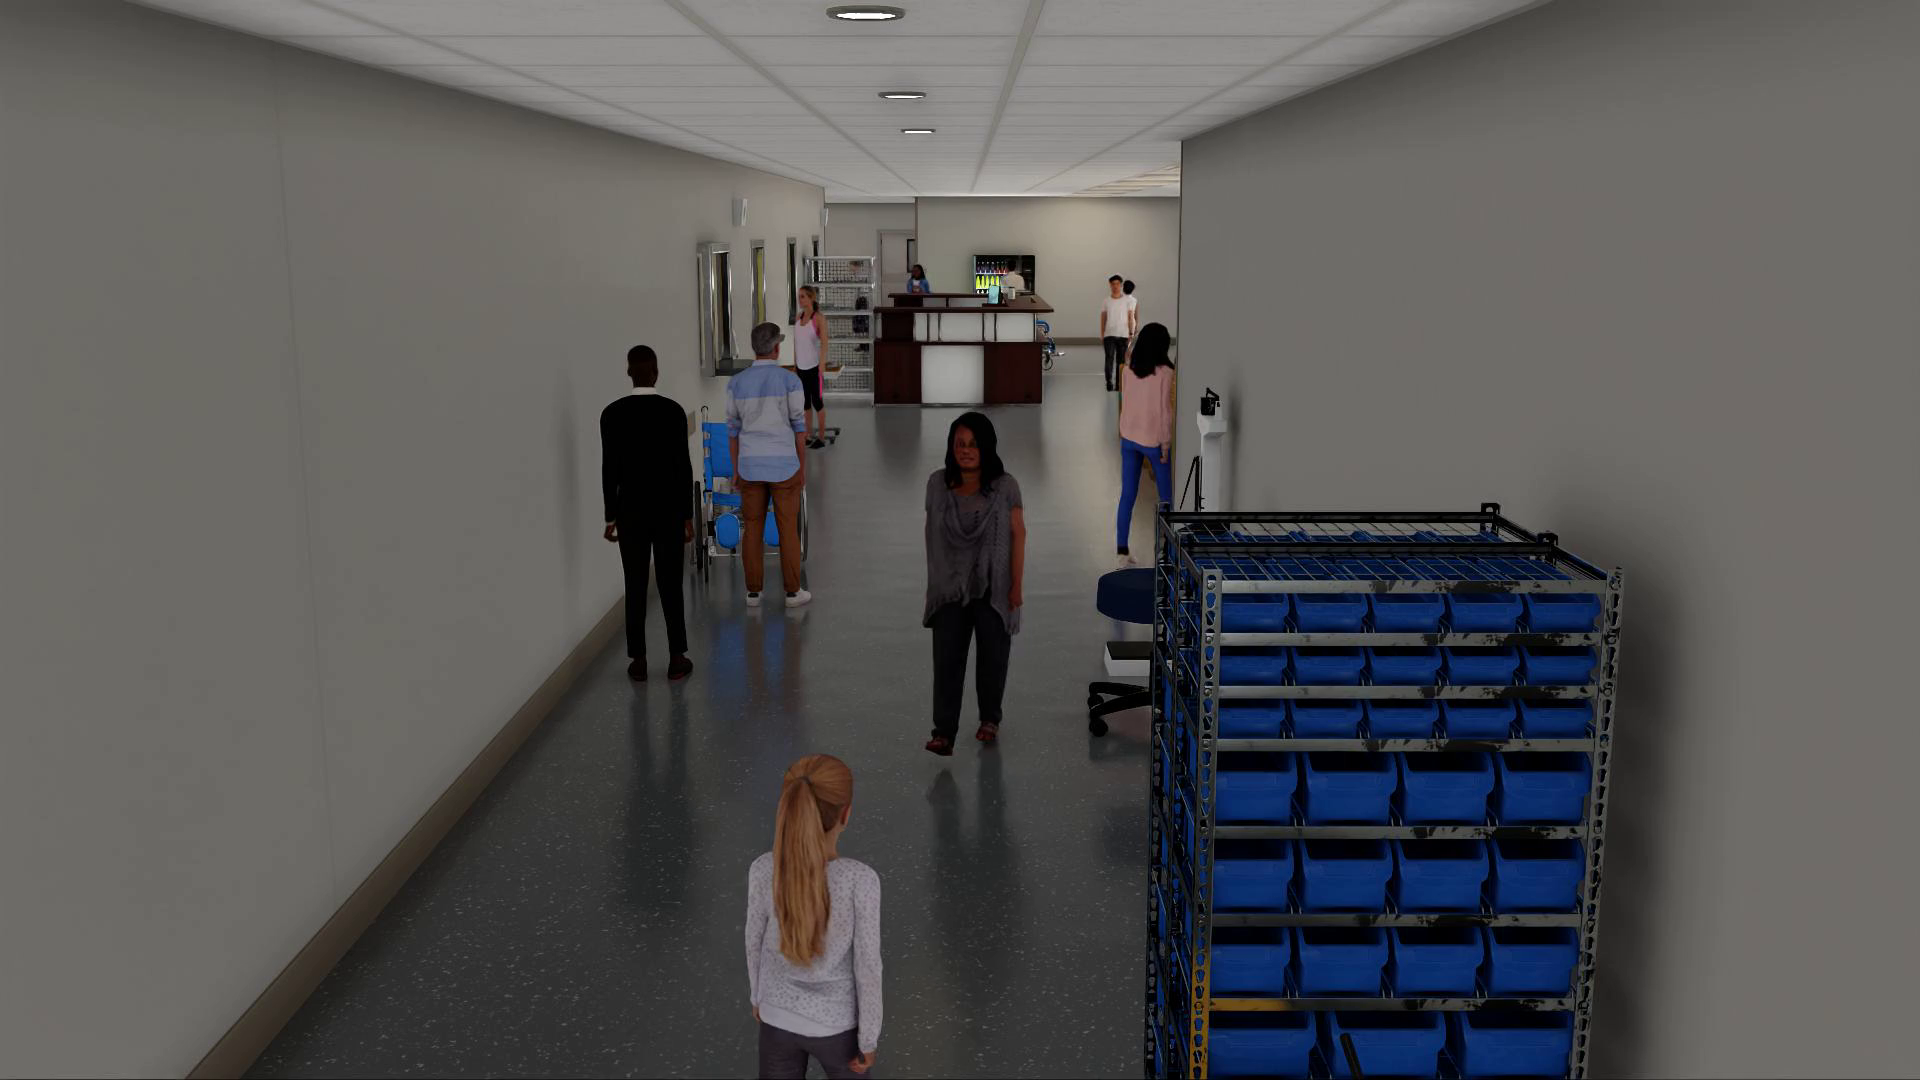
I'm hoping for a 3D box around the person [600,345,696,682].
[{"bbox_3d":[-1.672,-0.146,8.968,0.515,1.809,0.722,-1,11,-7],"label":"person"}]

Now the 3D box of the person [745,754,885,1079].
[{"bbox_3d":[-0.357,1.131,3.748,0.852,1.246,0.649,2,11,9],"label":"person"}]

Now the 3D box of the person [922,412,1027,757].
[{"bbox_3d":[0.087,0.195,7.798,0.938,1.576,0.806,2,11,11],"label":"person"}]

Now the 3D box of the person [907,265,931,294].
[{"bbox_3d":[-0.733,-4.244,30.928,1.151,1.674,0.812,2,11,9],"label":"person"}]

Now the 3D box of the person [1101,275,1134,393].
[{"bbox_3d":[2.310,-3.003,24.353,0.975,1.687,0.742,1,11,5],"label":"person"}]

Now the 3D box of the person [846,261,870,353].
[{"bbox_3d":[-1.906,-4.488,31.941,0.752,1.776,0.911,5,12,25],"label":"person"}]

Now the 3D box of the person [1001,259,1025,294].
[{"bbox_3d":[1.015,-4.265,30.768,1.191,1.774,0.979,-4,11,-18],"label":"person"}]

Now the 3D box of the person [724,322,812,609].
[{"bbox_3d":[-1.228,-0.482,10.690,0.560,1.827,0.774,2,11,9],"label":"person"}]

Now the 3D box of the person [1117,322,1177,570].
[{"bbox_3d":[1.256,-0.629,11.749,1.127,1.721,1.147,9,14,39],"label":"person"}]

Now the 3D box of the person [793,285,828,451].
[{"bbox_3d":[-1.627,-1.880,18.165,0.662,1.787,0.746,9,14,38],"label":"person"}]
